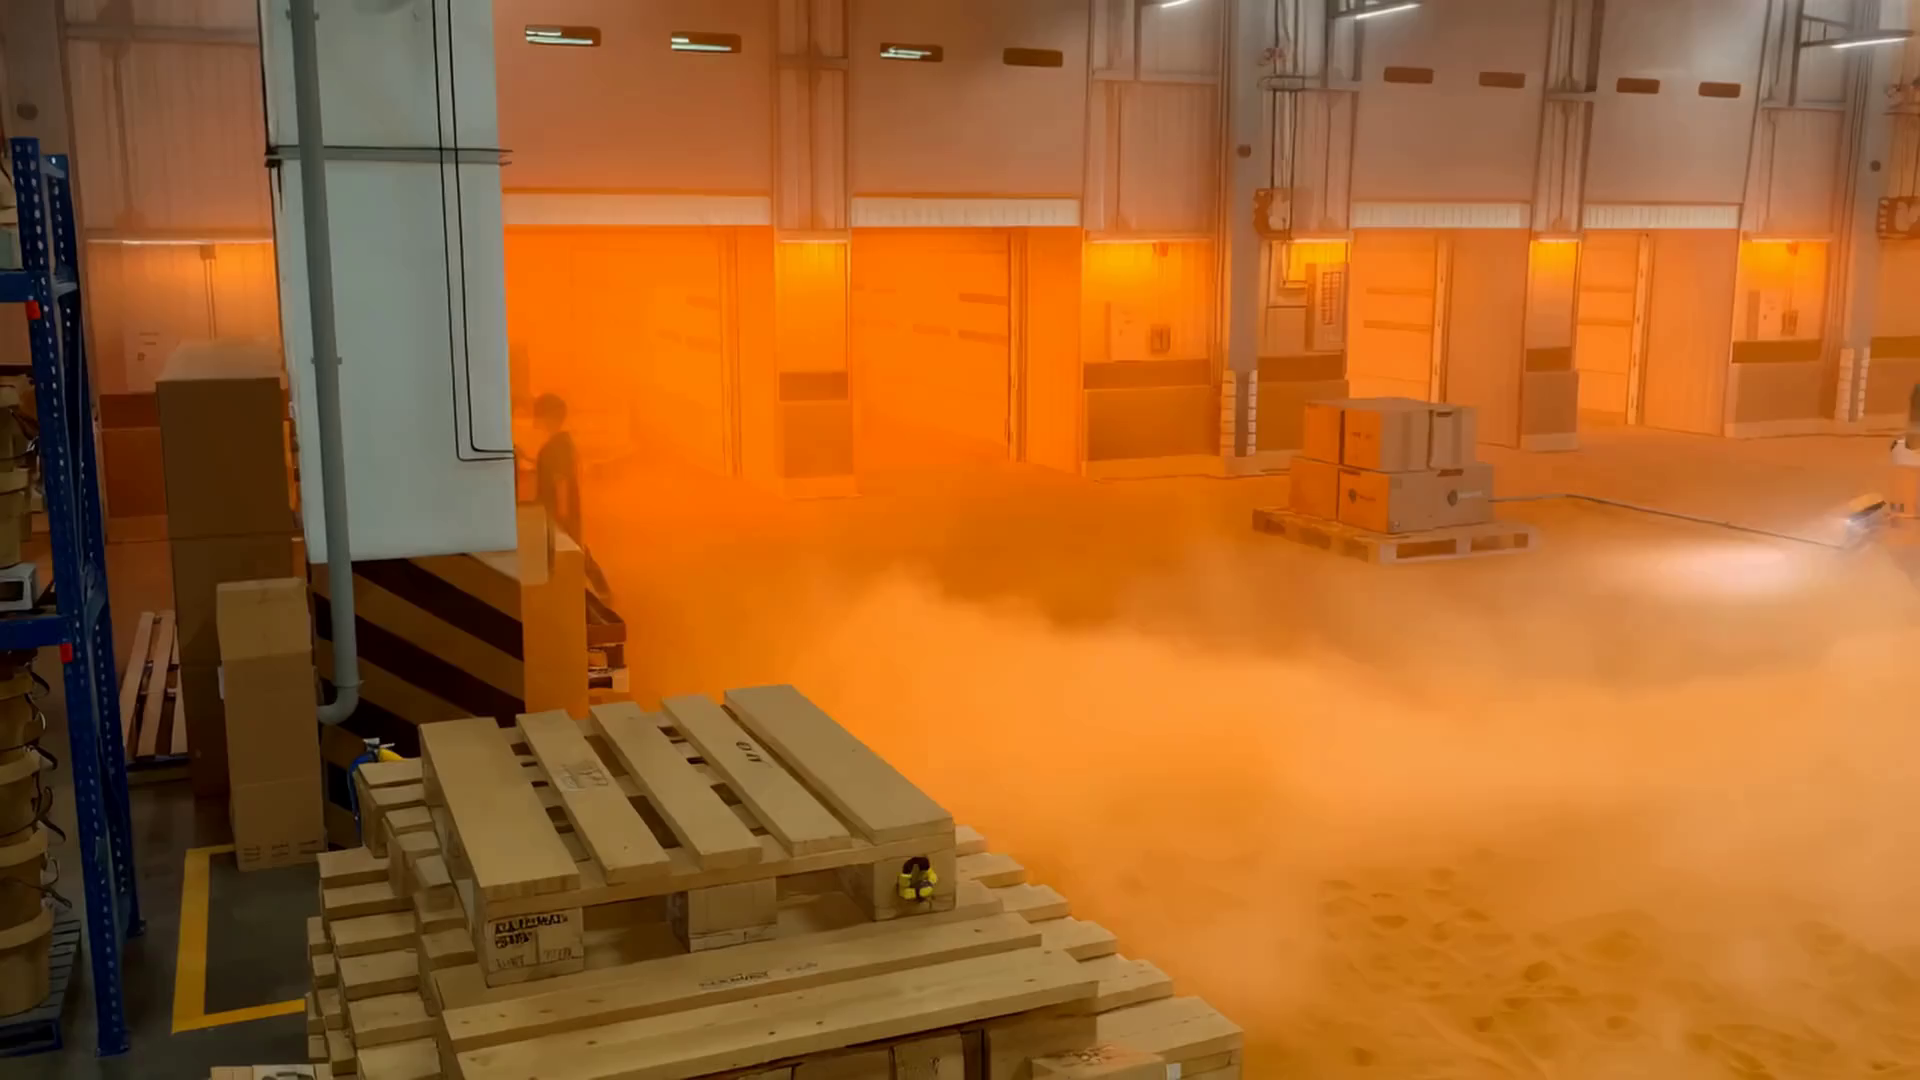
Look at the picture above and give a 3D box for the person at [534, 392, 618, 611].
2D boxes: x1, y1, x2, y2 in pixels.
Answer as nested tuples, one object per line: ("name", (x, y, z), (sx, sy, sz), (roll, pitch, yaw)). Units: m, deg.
("person", (-2.868, -0.233, 11.851), (0.840, 1.655, 0.541), (-1, 10, -7))
